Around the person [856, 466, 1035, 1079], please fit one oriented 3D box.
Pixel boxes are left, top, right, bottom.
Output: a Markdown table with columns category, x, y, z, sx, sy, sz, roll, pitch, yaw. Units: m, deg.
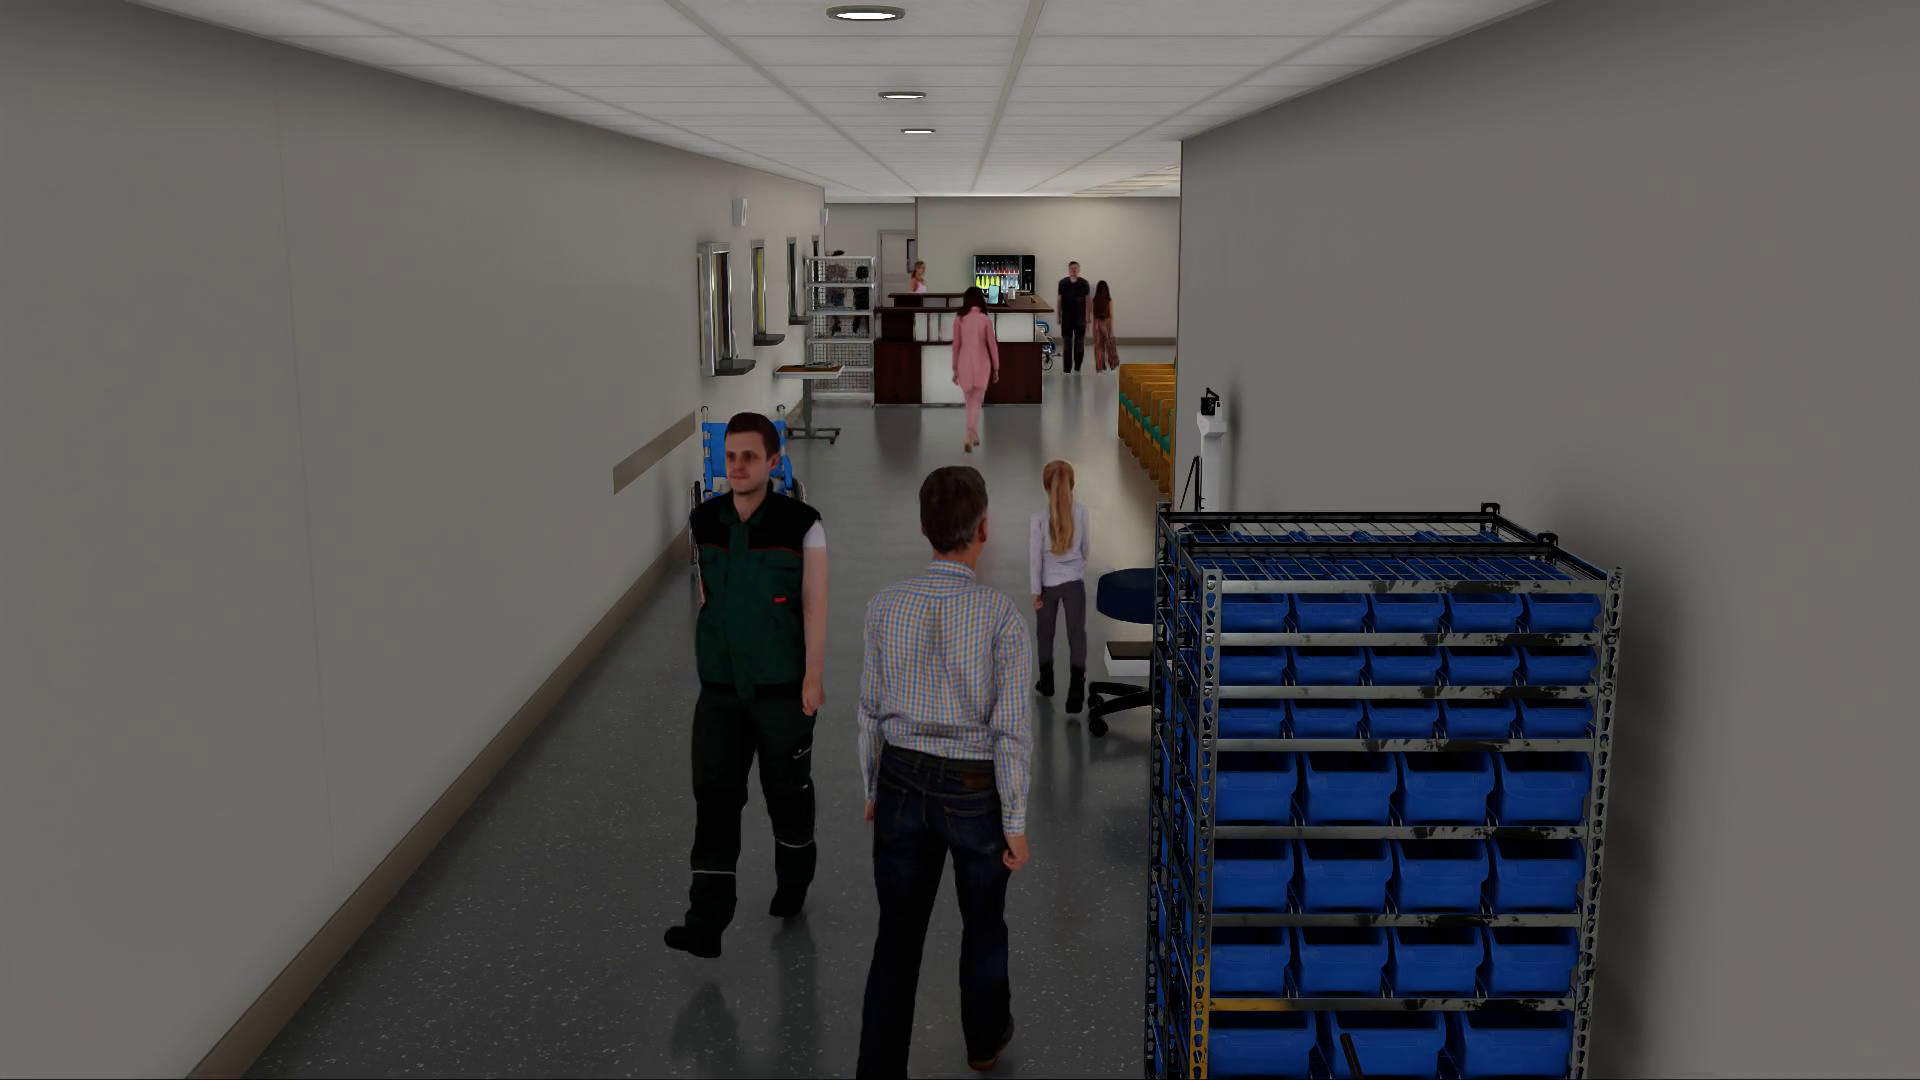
| category | x | y | z | sx | sy | sz | roll | pitch | yaw |
| --- | --- | --- | --- | --- | --- | --- | --- | --- | --- |
| person | -0.077 | 0.728 | 4.428 | 1.213 | 1.785 | 0.979 | 3 | 11 | 16 |

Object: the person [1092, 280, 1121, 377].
| category | x | y | z | sx | sy | sz | roll | pitch | yaw |
| --- | --- | --- | --- | --- | --- | --- | --- | --- | --- |
| person | 2.280 | -3.422 | 26.993 | 0.949 | 1.526 | 0.862 | 5 | 12 | 24 |

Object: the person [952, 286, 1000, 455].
| category | x | y | z | sx | sy | sz | roll | pitch | yaw |
| --- | --- | --- | --- | --- | --- | --- | --- | --- | --- |
| person | 0.129 | -1.740 | 17.512 | 1.111 | 1.755 | 0.835 | 2 | 11 | 10 |

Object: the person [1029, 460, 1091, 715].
| category | x | y | z | sx | sy | sz | roll | pitch | yaw |
| --- | --- | --- | --- | --- | --- | --- | --- | --- | --- |
| person | 0.533 | 0.243 | 8.381 | 0.821 | 1.263 | 0.562 | -1 | 11 | -3 |

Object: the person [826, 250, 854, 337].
| category | x | y | z | sx | sy | sz | roll | pitch | yaw |
| --- | --- | --- | --- | --- | --- | --- | --- | --- | --- |
| person | -2.604 | -5.110 | 34.966 | 1.136 | 1.869 | 1.050 | 5 | 12 | 24 |

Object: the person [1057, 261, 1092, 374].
| category | x | y | z | sx | sy | sz | roll | pitch | yaw |
| --- | --- | --- | --- | --- | --- | --- | --- | --- | --- |
| person | 1.899 | -3.678 | 27.590 | 1.178 | 1.806 | 0.932 | 2 | 11 | 10 |

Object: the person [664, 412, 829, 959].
| category | x | y | z | sx | sy | sz | roll | pitch | yaw |
| --- | --- | --- | --- | --- | --- | --- | --- | --- | --- |
| person | -0.656 | 0.478 | 5.716 | 1.092 | 1.797 | 0.907 | 3 | 11 | 15 |

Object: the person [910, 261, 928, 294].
| category | x | y | z | sx | sy | sz | roll | pitch | yaw |
| --- | --- | --- | --- | --- | --- | --- | --- | --- | --- |
| person | -0.842 | -4.145 | 30.119 | 0.836 | 1.780 | 0.786 | 7 | 13 | 31 |

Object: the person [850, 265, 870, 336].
| category | x | y | z | sx | sy | sz | roll | pitch | yaw |
| --- | --- | --- | --- | --- | --- | --- | --- | --- | --- |
| person | -1.948 | -4.770 | 33.993 | 1.127 | 1.564 | 1.078 | -7 | 13 | -31 |
